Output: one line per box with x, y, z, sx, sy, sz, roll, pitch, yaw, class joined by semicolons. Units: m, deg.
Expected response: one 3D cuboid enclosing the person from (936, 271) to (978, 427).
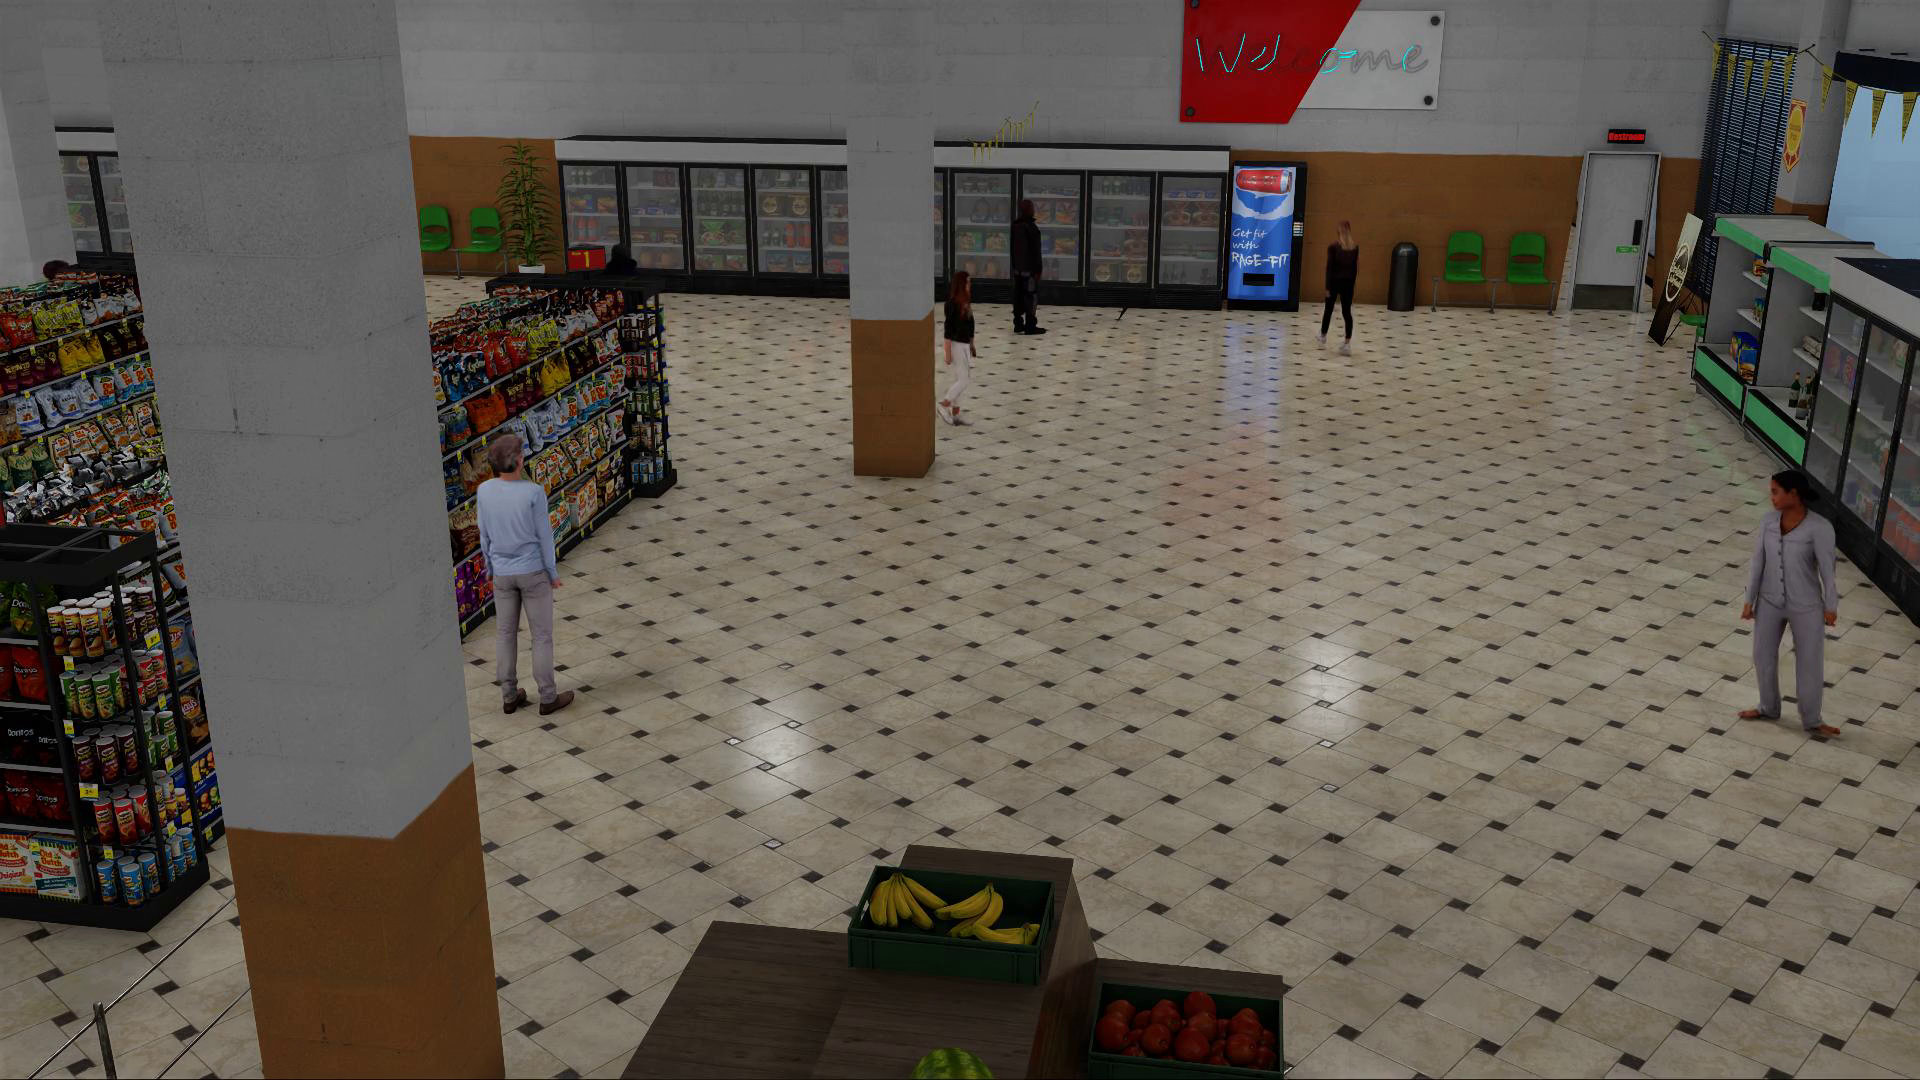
-0.084;-2.070;17.990;0.738;1.691;0.642;8;20;23;person

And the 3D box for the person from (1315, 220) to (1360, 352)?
4.961;-3.243;21.526;0.930;1.654;1.201;-4;19;-12;person

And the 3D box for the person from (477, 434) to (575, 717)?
-2.871;0.227;10.859;0.660;1.894;0.562;4;19;11;person

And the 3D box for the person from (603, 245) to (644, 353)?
-3.968;-2.669;19.805;0.831;1.666;0.885;-10;21;-28;person

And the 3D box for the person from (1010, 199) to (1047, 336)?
0.891;-3.739;22.727;0.829;1.826;0.782;-14;23;-36;person

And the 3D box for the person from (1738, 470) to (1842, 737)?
5.380;0.400;10.635;0.897;1.710;0.916;15;24;37;person
